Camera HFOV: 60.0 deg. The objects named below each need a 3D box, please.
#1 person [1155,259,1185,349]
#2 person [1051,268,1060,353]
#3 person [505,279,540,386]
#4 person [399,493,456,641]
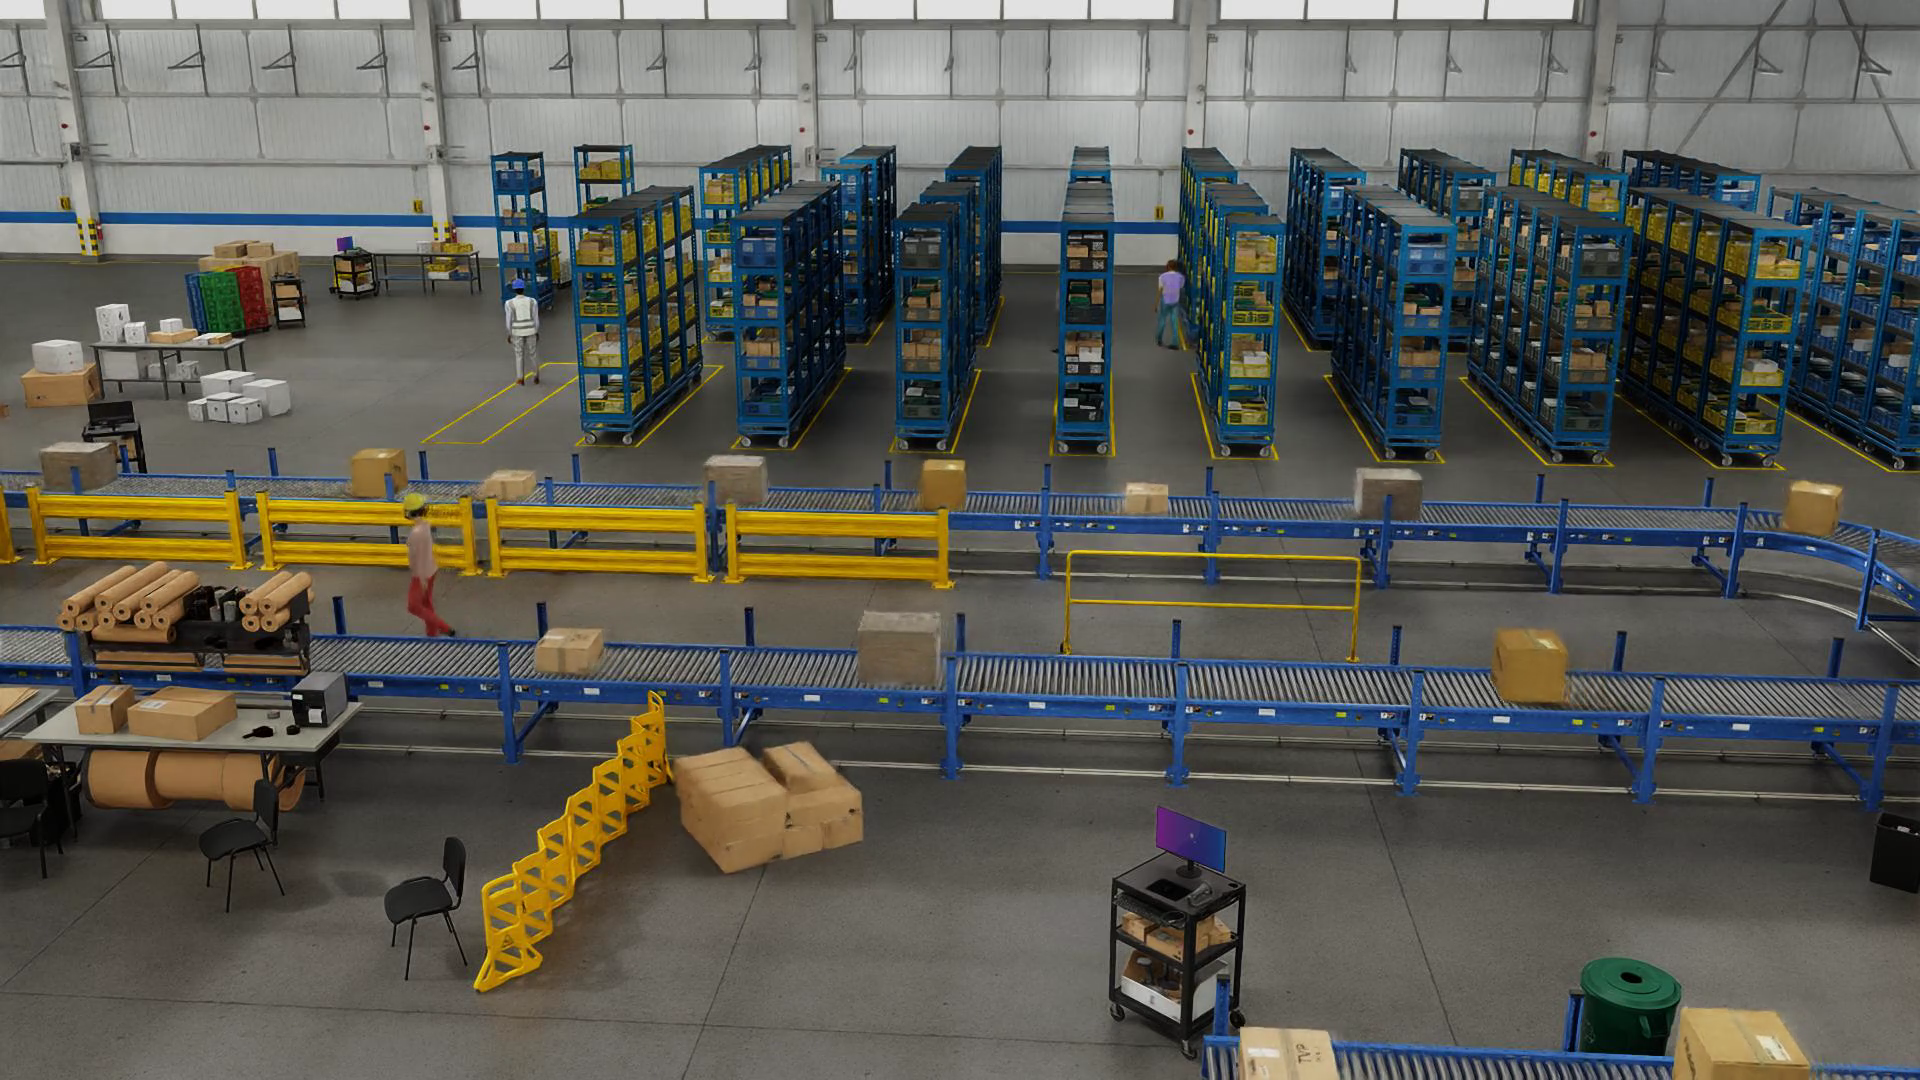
[{"bbox_3d":[4.264,-4.810,33.923,0.645,1.778,0.956,-5,18,-14],"label":"person"},{"bbox_3d":[2.194,-4.635,33.309,0.628,1.816,0.600,1,18,3],"label":"person"},{"bbox_3d":[-7.989,-3.793,30.426,0.603,1.937,0.402,-8,19,-24],"label":"person"},{"bbox_3d":[-5.662,0.349,17.587,0.431,1.754,0.530,-1,18,-3],"label":"person"}]
